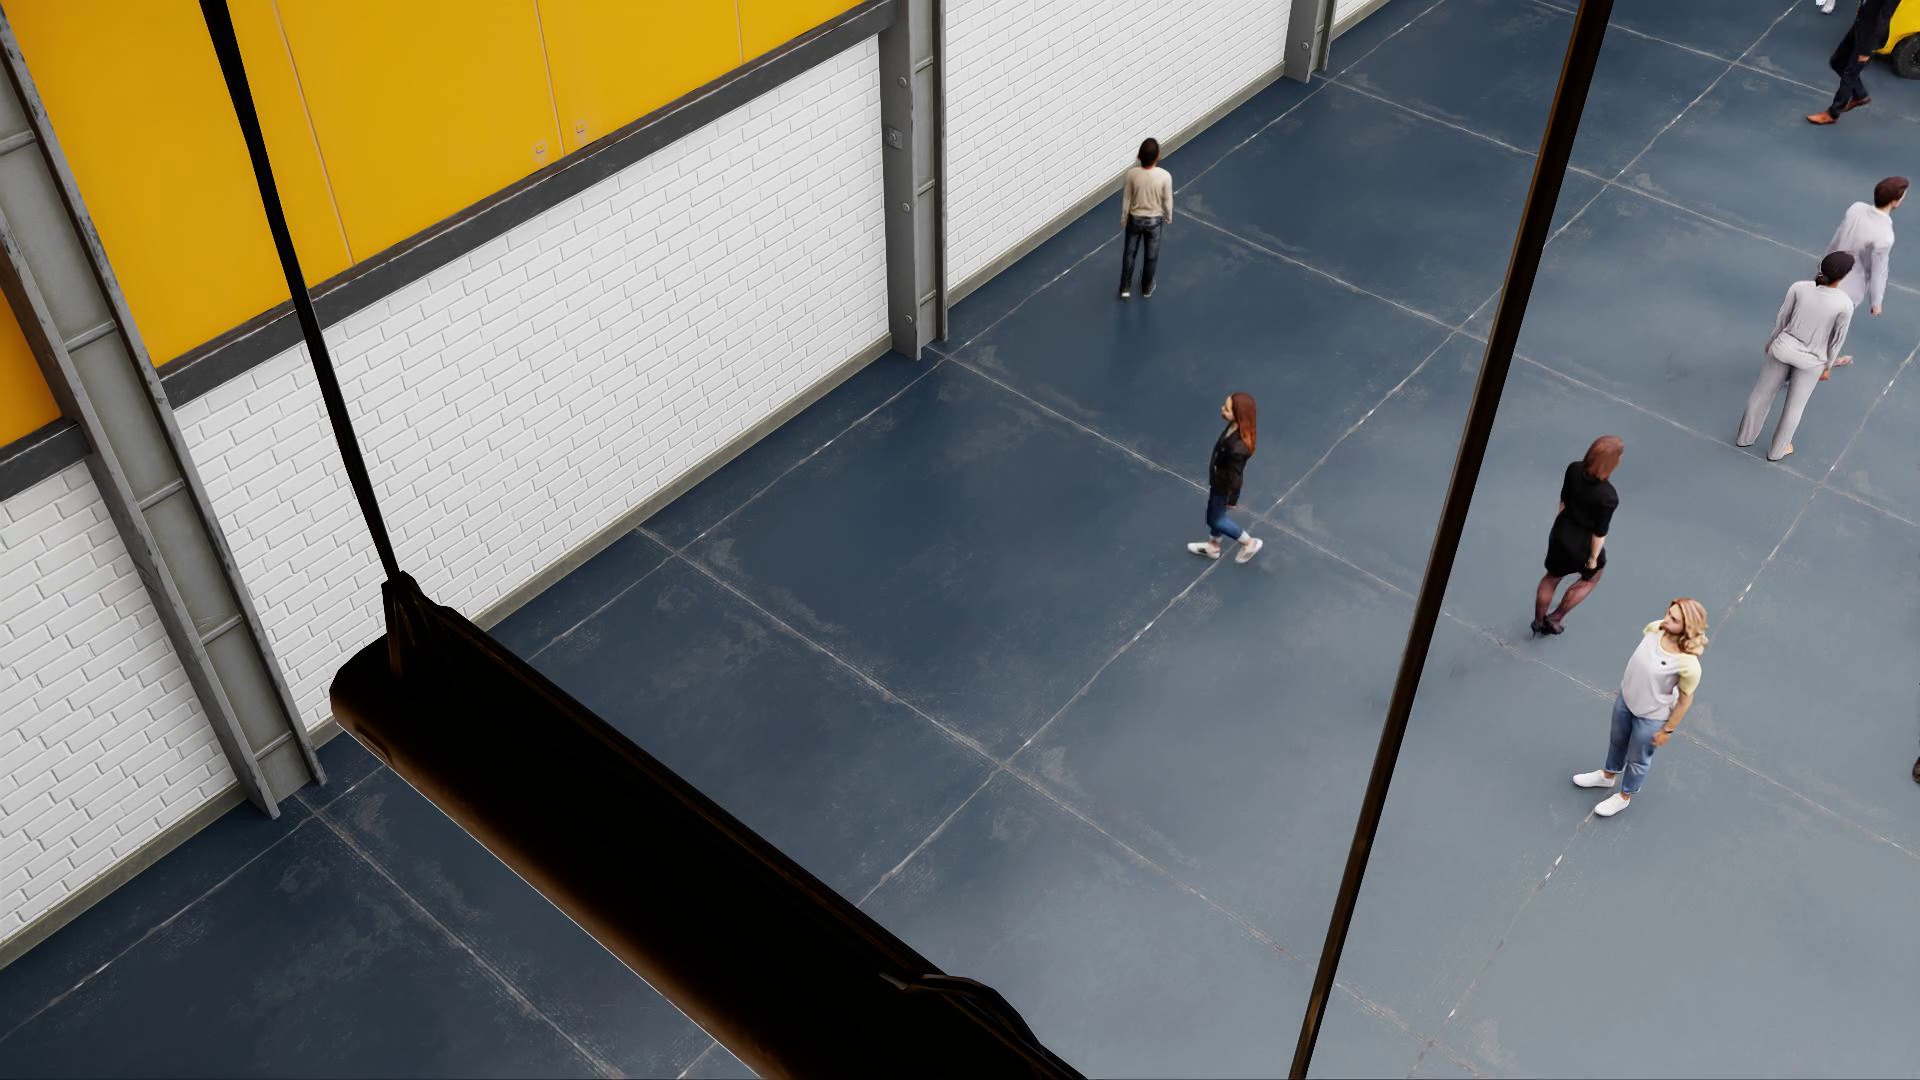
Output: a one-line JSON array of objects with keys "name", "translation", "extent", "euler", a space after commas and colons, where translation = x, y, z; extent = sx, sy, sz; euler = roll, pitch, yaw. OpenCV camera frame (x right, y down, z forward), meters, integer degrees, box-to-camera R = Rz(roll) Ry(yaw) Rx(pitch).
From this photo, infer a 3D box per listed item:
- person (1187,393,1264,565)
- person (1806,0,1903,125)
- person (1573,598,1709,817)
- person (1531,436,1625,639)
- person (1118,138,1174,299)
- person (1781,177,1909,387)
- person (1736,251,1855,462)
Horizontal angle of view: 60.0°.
[{"name": "person", "translation": [1.880, -0.405, 11.333], "extent": [0.819, 1.471, 0.791], "euler": [5, 44, 6]}, {"name": "person", "translation": [8.606, -4.743, 15.654], "extent": [0.977, 1.794, 0.919], "euler": [5, 44, 5]}, {"name": "person", "translation": [4.013, 0.967, 9.712], "extent": [0.729, 1.723, 0.715], "euler": [-12, 45, -12]}, {"name": "person", "translation": [3.897, 0.039, 10.704], "extent": [0.694, 1.697, 0.682], "euler": [-19, 47, -19]}, {"name": "person", "translation": [1.516, -2.607, 13.649], "extent": [0.656, 1.466, 0.677], "euler": [8, 44, 9]}, {"name": "person", "translation": [6.652, -1.926, 12.675], "extent": [1.060, 1.823, 1.011], "euler": [-1, 44, -1]}, {"name": "person", "translation": [6.120, -1.354, 12.138], "extent": [0.650, 1.736, 0.534], "euler": [33, 53, 30]}]
